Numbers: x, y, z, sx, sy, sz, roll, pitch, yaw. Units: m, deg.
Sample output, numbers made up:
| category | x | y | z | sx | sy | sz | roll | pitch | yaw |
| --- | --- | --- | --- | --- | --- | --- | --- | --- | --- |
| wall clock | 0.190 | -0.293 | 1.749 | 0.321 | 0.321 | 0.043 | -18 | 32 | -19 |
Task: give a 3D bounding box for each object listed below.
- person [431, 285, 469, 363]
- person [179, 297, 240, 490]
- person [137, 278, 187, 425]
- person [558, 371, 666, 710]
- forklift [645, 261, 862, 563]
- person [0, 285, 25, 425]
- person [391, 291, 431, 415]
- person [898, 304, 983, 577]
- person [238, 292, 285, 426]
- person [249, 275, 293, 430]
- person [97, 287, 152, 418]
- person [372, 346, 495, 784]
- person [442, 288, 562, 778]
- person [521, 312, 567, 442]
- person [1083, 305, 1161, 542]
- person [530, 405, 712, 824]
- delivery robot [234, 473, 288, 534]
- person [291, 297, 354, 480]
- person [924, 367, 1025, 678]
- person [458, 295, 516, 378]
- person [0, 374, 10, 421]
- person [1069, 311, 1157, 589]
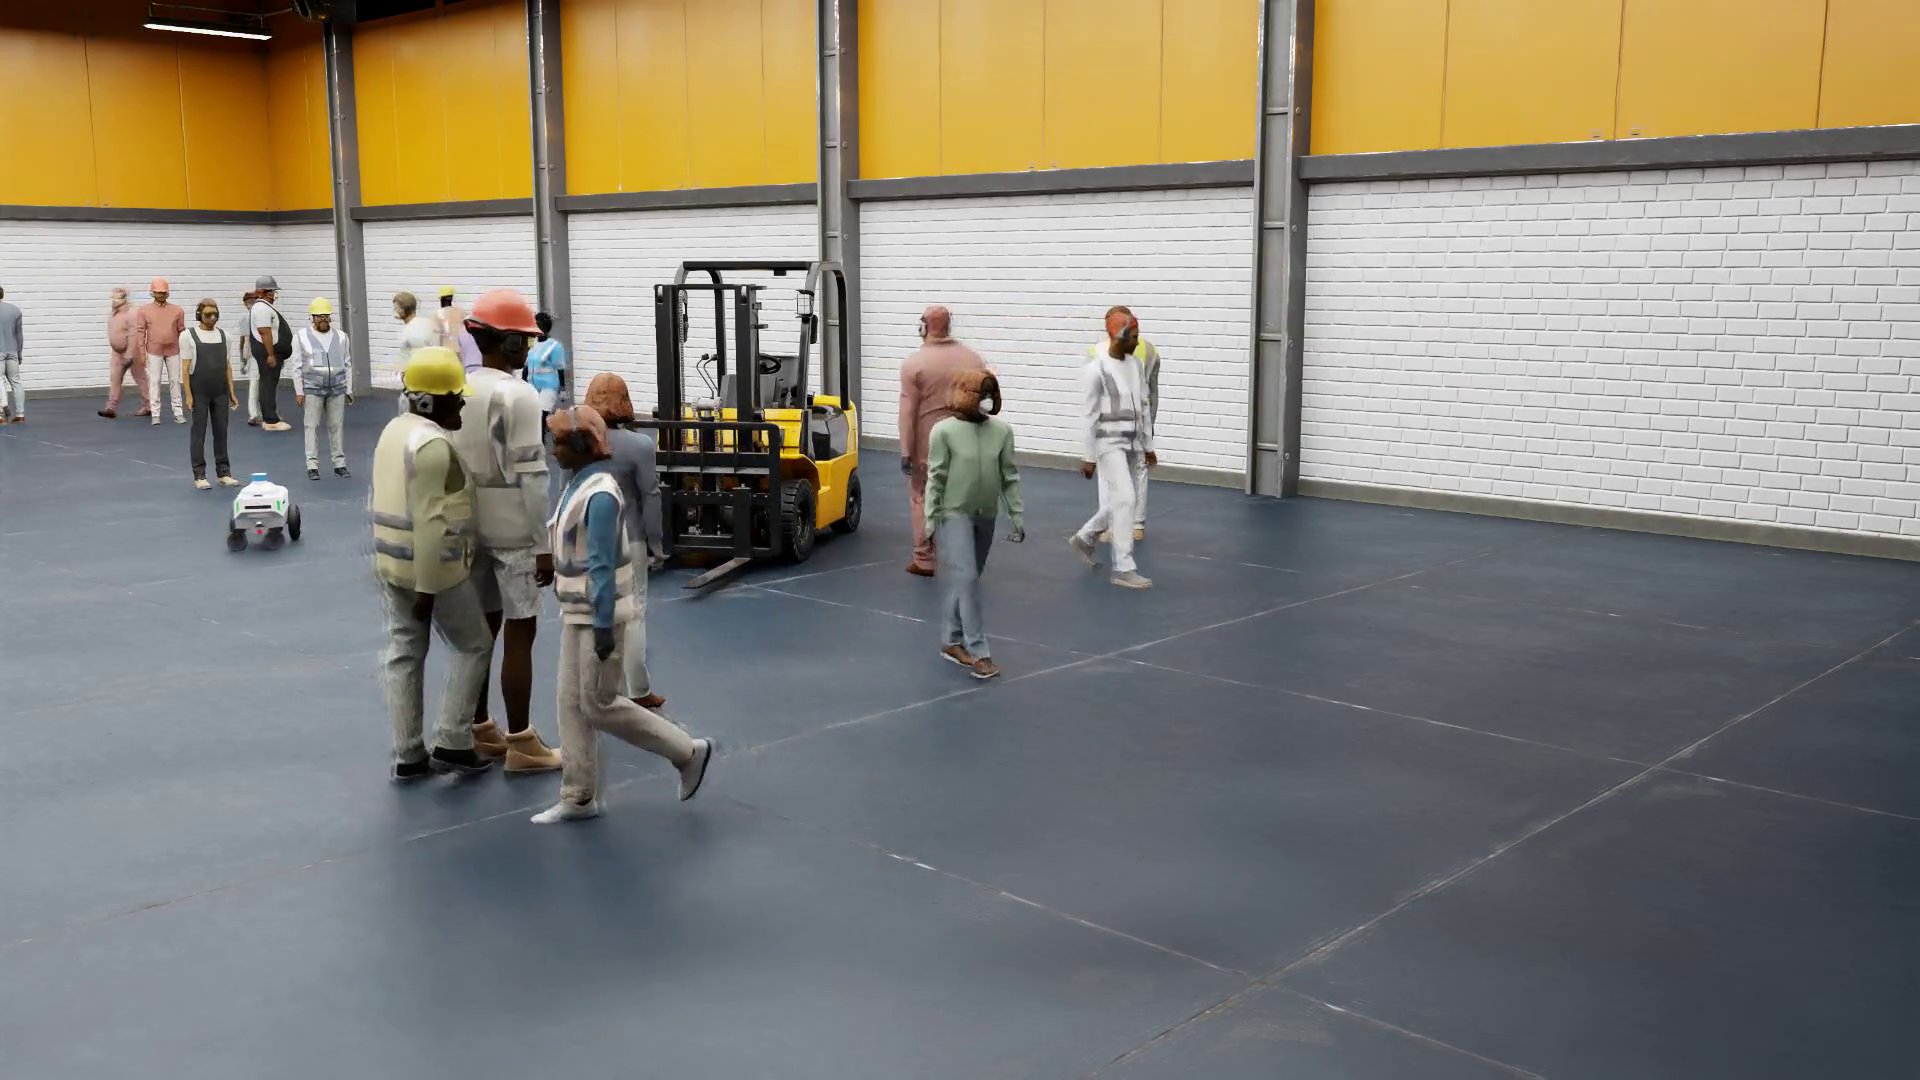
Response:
| category | x | y | z | sx | sy | sz | roll | pitch | yaw |
| --- | --- | --- | --- | --- | --- | --- | --- | --- | --- |
| person | -7.128 | -2.650 | 23.494 | 0.649 | 1.905 | 0.597 | 7 | 12 | 37 |
| person | -7.250 | -1.414 | 16.083 | 0.345 | 1.845 | 0.506 | 7 | 12 | 38 |
| person | -10.895 | -2.576 | 22.749 | 0.622 | 1.992 | 0.387 | -7 | 11 | -35 |
| person | -1.655 | 0.017 | 7.943 | 0.507 | 1.636 | 0.275 | 2 | 9 | 12 |
| forklift | -1.552 | -1.040 | 12.721 | 1.214 | 2.155 | 2.313 | 2 | 9 | 11 |
| person | -13.040 | -2.527 | 22.615 | 0.370 | 1.940 | 0.627 | 5 | 10 | 27 |
| person | -5.367 | -1.554 | 16.764 | 0.810 | 1.909 | 0.649 | -3 | 10 | -16 |
| person | -0.122 | -0.659 | 11.321 | 0.649 | 1.885 | 0.643 | -5 | 11 | -28 |
| person | -9.512 | -2.456 | 22.599 | 0.583 | 1.803 | 0.829 | -6 | 11 | -33 |
| person | -9.078 | -2.472 | 21.969 | 0.536 | 2.000 | 0.673 | -4 | 10 | -25 |
| person | -11.921 | -2.660 | 23.688 | 0.671 | 1.854 | 0.926 | 4 | 10 | 25 |
| person | -2.158 | 0.111 | 6.847 | 0.559 | 1.806 | 0.508 | 7 | 12 | 38 |
| person | -1.898 | -0.032 | 7.008 | 0.614 | 2.038 | 0.396 | 7 | 12 | 38 |
| person | -4.544 | -1.675 | 18.263 | 0.534 | 1.654 | 0.883 | 7 | 11 | 35 |
| person | 1.237 | -0.899 | 12.951 | 0.623 | 1.839 | 0.429 | -3 | 10 | -17 |
| person | -1.332 | 0.289 | 6.364 | 0.607 | 1.617 | 0.527 | -4 | 10 | -24 |
| delivery robot | -5.339 | -0.268 | 12.713 | 0.477 | 0.478 | 0.707 | -3 | 10 | -18 |
| person | -6.419 | -1.526 | 16.802 | 0.588 | 1.835 | 0.403 | -7 | 12 | -37 |
| person | 0.115 | -0.089 | 8.659 | 0.518 | 1.596 | 0.794 | -6 | 11 | -32 |
| person | -4.512 | -1.418 | 15.985 | 0.659 | 1.894 | 0.412 | 5 | 11 | 29 |
| person | -8.933 | -1.230 | 14.965 | 0.658 | 1.842 | 0.811 | -5 | 11 | -29 |
| person | 1.039 | -0.633 | 11.295 | 0.802 | 1.841 | 0.577 | 8 | 12 | 39 |
